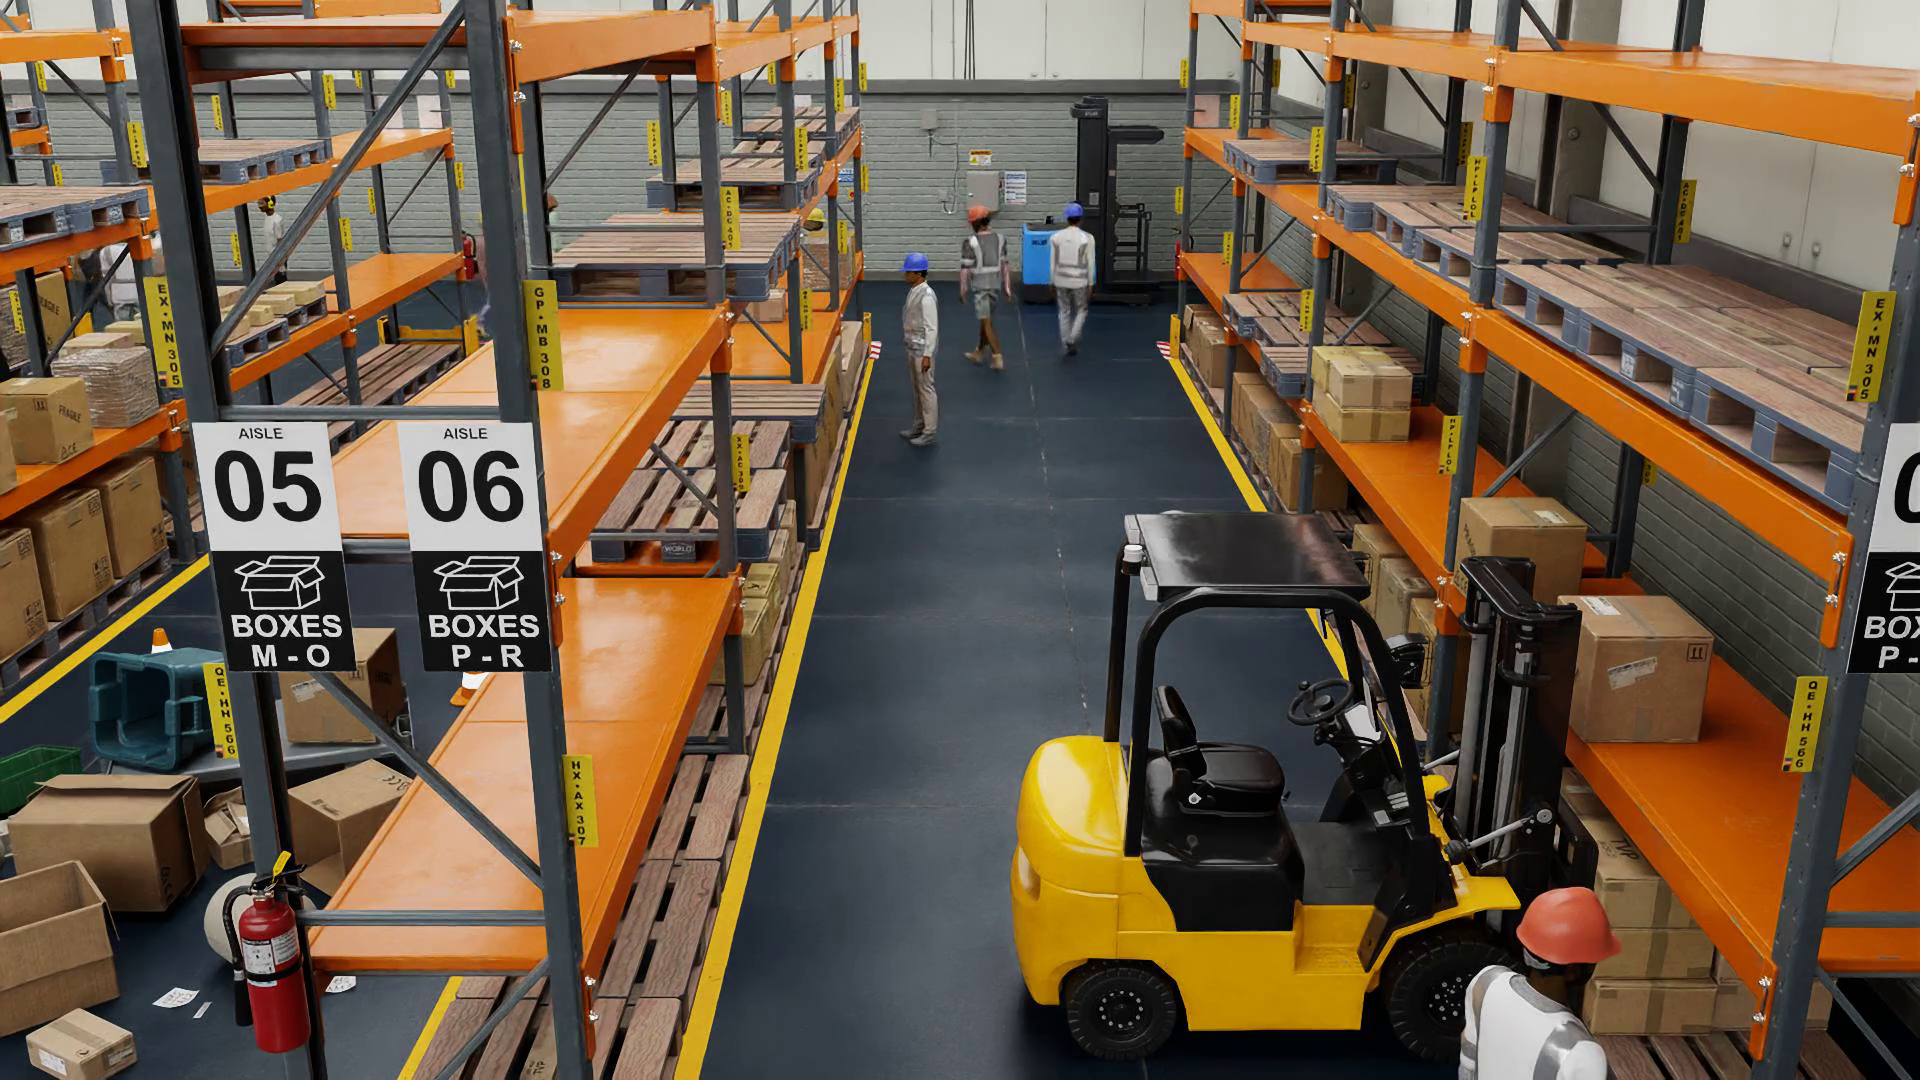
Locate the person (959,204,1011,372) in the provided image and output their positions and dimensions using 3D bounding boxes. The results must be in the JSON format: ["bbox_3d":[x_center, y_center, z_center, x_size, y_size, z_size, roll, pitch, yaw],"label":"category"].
[{"bbox_3d":[0.324,-3.046,20.107,0.624,1.998,0.930,-12,22,-33],"label":"person"}]

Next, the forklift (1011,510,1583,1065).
[{"bbox_3d":[1.387,1.055,7.378,2.313,2.155,1.214,0,18,0],"label":"forklift"}]

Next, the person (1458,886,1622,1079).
[{"bbox_3d":[1.764,1.934,5.122,0.356,1.936,0.551,-7,20,-21],"label":"person"}]

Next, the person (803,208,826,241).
[{"bbox_3d":[-1.893,-3.475,21.803,0.320,1.731,0.489,0,18,-1],"label":"person"}]

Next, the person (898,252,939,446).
[{"bbox_3d":[-0.412,-1.923,16.768,0.400,1.945,0.615,-6,19,-16],"label":"person"}]

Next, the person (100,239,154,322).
[{"bbox_3d":[-9.770,-2.854,19.617,0.544,1.929,0.389,-7,20,-21],"label":"person"}]

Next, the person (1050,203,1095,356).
[{"bbox_3d":[1.407,-3.240,20.795,0.609,1.921,0.428,7,20,20],"label":"person"}]

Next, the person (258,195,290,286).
[{"bbox_3d":[-9.257,-3.791,22.564,0.326,1.861,0.513,-12,22,-33],"label":"person"}]

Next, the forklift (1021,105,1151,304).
[{"bbox_3d":[1.857,-4.944,24.441,1.873,2.768,1.129,0,18,0],"label":"forklift"}]
